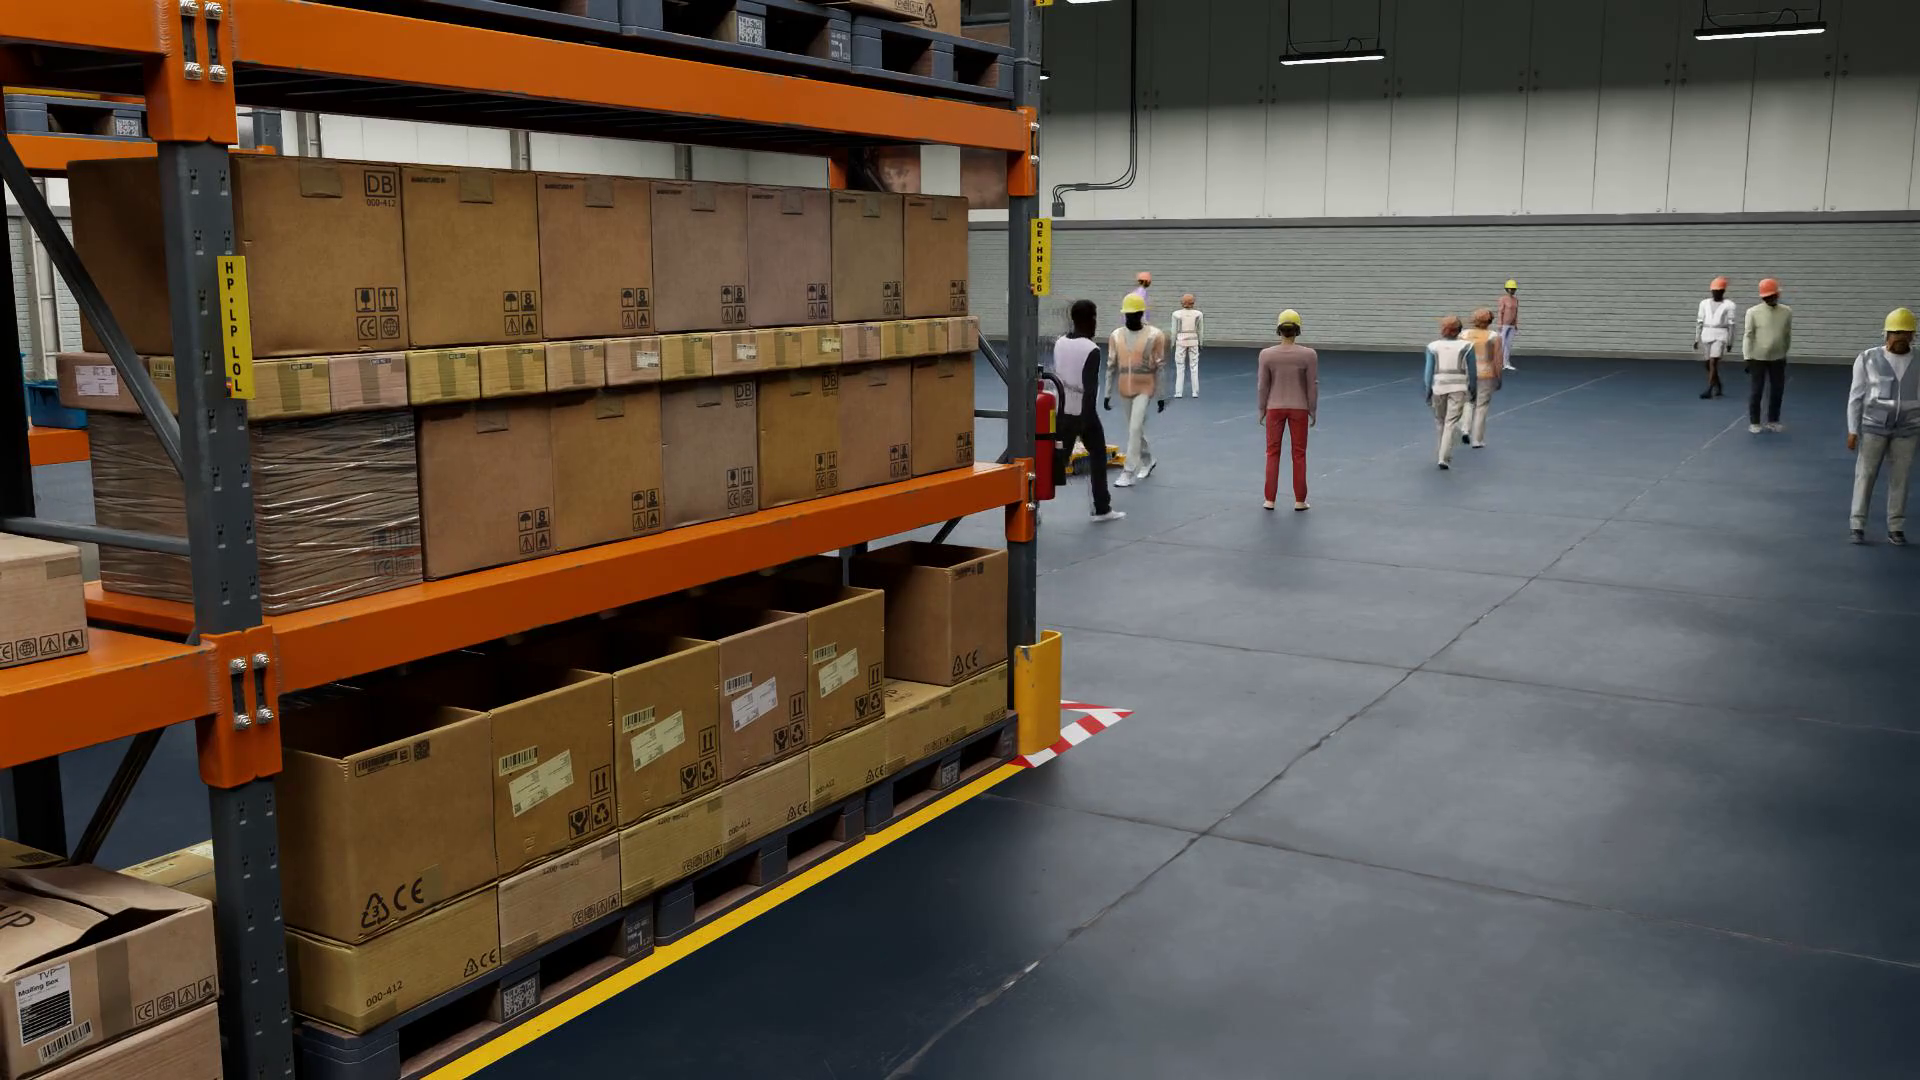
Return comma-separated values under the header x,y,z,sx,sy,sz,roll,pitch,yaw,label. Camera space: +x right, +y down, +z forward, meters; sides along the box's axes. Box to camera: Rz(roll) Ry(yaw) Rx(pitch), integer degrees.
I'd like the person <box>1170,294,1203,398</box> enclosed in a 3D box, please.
x,y,z,sx,sy,sz,roll,pitch,yaw,label
3.564,-3.043,26.125,0.523,1.639,0.308,-1,10,-4,person

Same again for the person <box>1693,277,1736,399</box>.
x,y,z,sx,sy,sz,roll,pitch,yaw,label
11.900,-3.179,26.171,0.885,1.908,0.547,-9,13,-42,person

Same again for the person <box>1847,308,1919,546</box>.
x,y,z,sx,sy,sz,roll,pitch,yaw,label
7.164,-0.865,12.813,0.600,1.829,0.404,3,10,18,person

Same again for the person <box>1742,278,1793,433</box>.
x,y,z,sx,sy,sz,roll,pitch,yaw,label
10.110,-2.300,20.868,0.642,1.947,0.554,0,10,1,person

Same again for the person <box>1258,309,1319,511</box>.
x,y,z,sx,sy,sz,roll,pitch,yaw,label
2.869,-1.133,14.576,0.524,1.769,0.309,2,10,14,person

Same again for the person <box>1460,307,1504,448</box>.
x,y,z,sx,sy,sz,roll,pitch,yaw,label
6.058,-1.883,19.358,0.546,1.625,0.375,8,13,39,person

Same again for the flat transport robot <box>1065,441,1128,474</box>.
x,y,z,sx,sy,sz,roll,pitch,yaw,label
1.137,-0.866,17.386,0.652,0.197,1.431,7,12,36,flat transport robot

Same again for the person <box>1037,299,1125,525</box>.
x,y,z,sx,sy,sz,roll,pitch,yaw,label
0.941,-1.057,13.806,0.951,1.887,0.590,-7,12,-34,person

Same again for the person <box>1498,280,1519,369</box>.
x,y,z,sx,sy,sz,roll,pitch,yaw,label
10.762,-4.215,32.623,0.533,1.767,0.326,-6,11,-31,person

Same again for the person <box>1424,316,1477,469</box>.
x,y,z,sx,sy,sz,roll,pitch,yaw,label
5.180,-1.561,17.601,0.509,1.598,0.875,5,11,29,person

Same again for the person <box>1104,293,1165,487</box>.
x,y,z,sx,sy,sz,roll,pitch,yaw,label
1.748,-1.493,16.367,0.589,1.881,0.979,6,12,33,person

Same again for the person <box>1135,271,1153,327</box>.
x,y,z,sx,sy,sz,roll,pitch,yaw,label
3.611,-4.393,33.186,0.522,1.927,0.561,-1,10,-3,person
